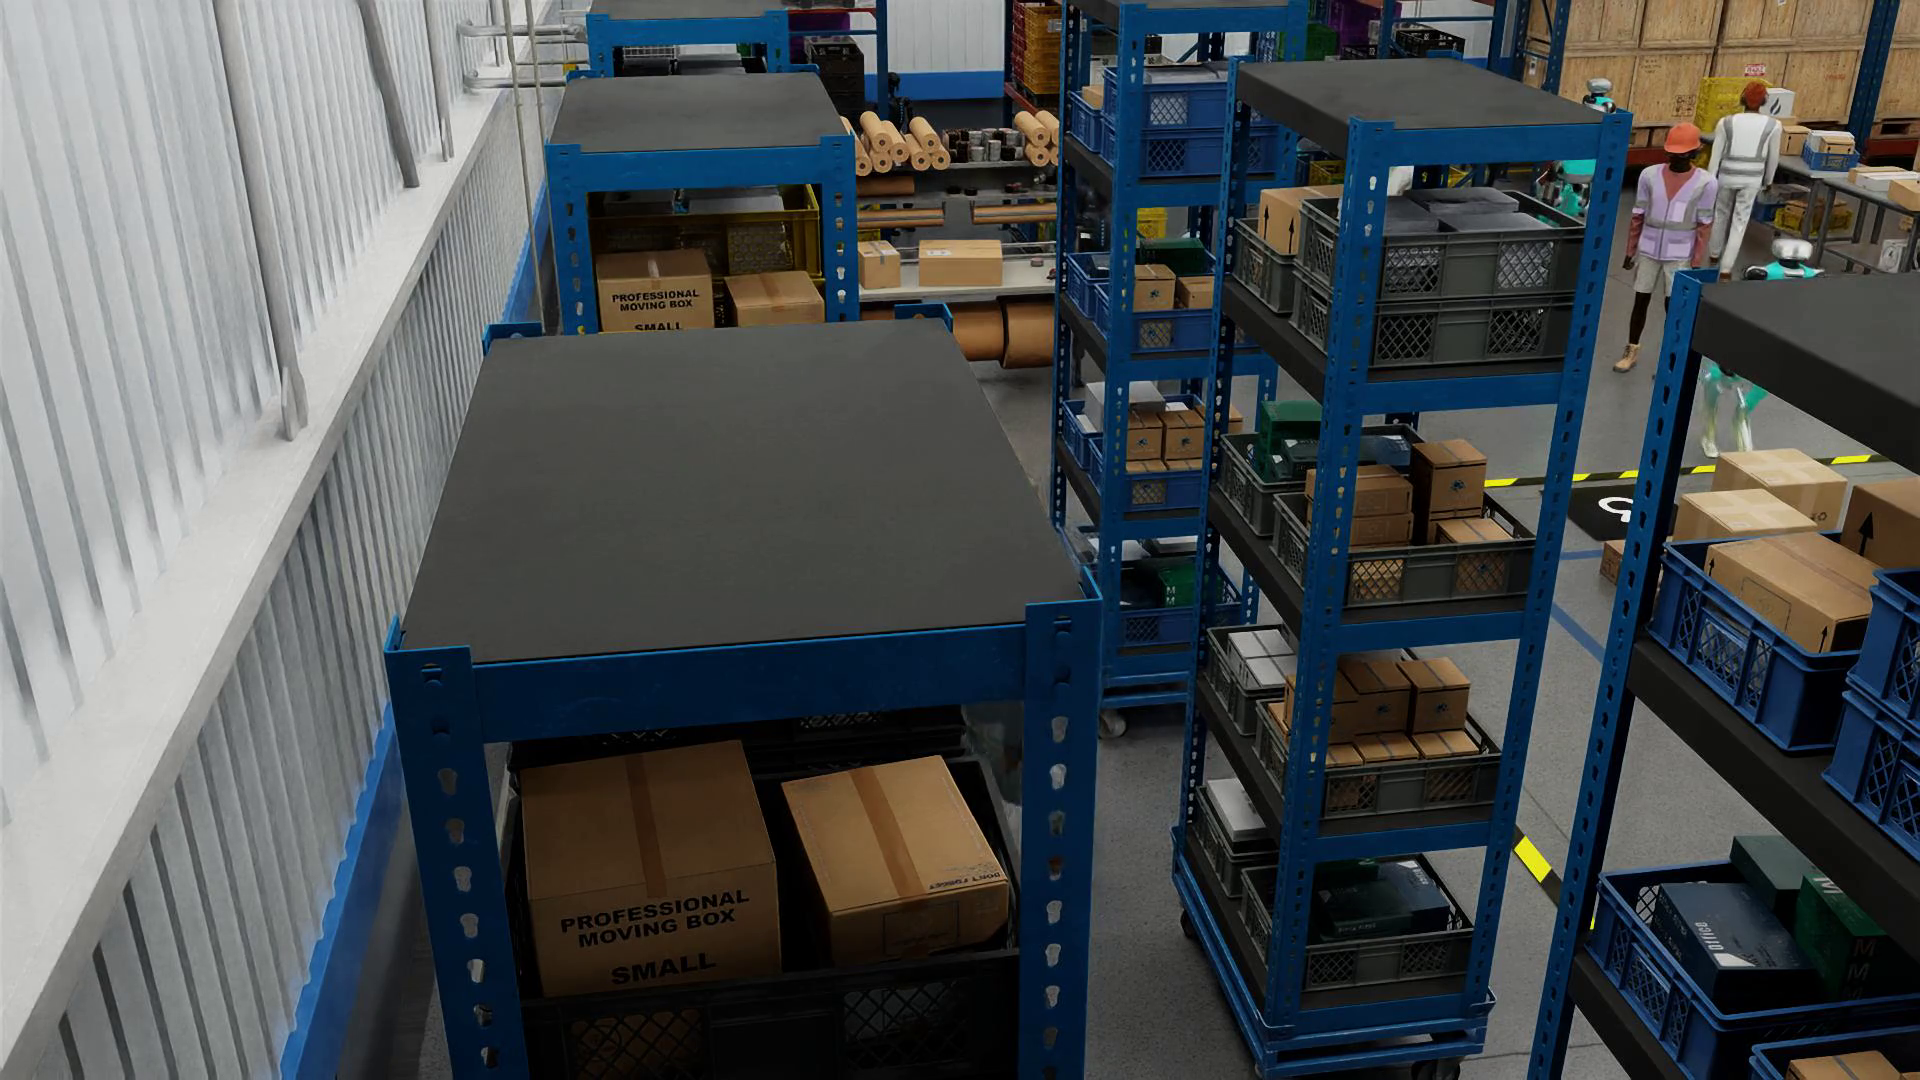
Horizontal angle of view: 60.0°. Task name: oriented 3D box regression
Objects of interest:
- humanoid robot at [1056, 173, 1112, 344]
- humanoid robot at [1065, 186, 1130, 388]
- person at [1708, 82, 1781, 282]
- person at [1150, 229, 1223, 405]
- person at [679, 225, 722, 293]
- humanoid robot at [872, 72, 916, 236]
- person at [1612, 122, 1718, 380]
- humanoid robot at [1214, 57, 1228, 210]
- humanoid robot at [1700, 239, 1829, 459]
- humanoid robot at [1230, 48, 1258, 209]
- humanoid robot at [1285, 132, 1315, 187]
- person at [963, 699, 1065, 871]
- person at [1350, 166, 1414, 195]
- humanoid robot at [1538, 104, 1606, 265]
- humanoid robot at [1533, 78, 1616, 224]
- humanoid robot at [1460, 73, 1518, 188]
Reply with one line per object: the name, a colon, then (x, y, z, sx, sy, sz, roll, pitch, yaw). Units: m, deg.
humanoid robot: (1.085, -2.425, 13.892, 0.614, 1.637, 0.420, -4, 25, -9)
humanoid robot: (1.081, -1.978, 12.908, 0.599, 1.642, 0.389, 0, 25, 1)
person: (7.445, -3.420, 15.858, 0.575, 1.840, 0.944, 14, 28, 28)
person: (1.466, -1.101, 10.805, 0.588, 1.846, 0.407, -1, 25, -1)
person: (-1.808, -1.336, 11.338, 0.432, 1.833, 0.621, -16, 29, -30)
humanoid robot: (-0.692, -4.034, 17.364, 0.599, 1.657, 0.315, -21, 32, -37)
person: (5.555, -2.269, 13.125, 0.607, 2.034, 0.396, 18, 30, 34)
humanoid robot: (2.853, -4.481, 18.354, 0.371, 1.652, 0.602, -23, 33, -40)
humanoid robot: (5.365, -1.250, 11.300, 0.549, 1.740, 1.047, 1, 25, 2)
humanoid robot: (3.256, -4.556, 18.357, 0.664, 1.732, 0.531, -13, 28, -26)
humanoid robot: (3.680, -4.435, 18.152, 0.677, 1.783, 0.546, 1, 25, 2)
person: (0.108, 0.661, 6.937, 0.955, 1.883, 0.713, -20, 31, -37)
person: (3.424, -2.495, 13.710, 0.603, 1.951, 0.381, 6, 25, 12)
humanoid robot: (5.579, -3.221, 15.545, 0.601, 1.772, 0.863, -4, 25, -8)
humanoid robot: (5.983, -3.687, 16.435, 0.735, 1.693, 0.530, -2, 25, -4)
humanoid robot: (5.645, -4.156, 17.723, 0.596, 1.637, 0.784, 0, 25, 0)
